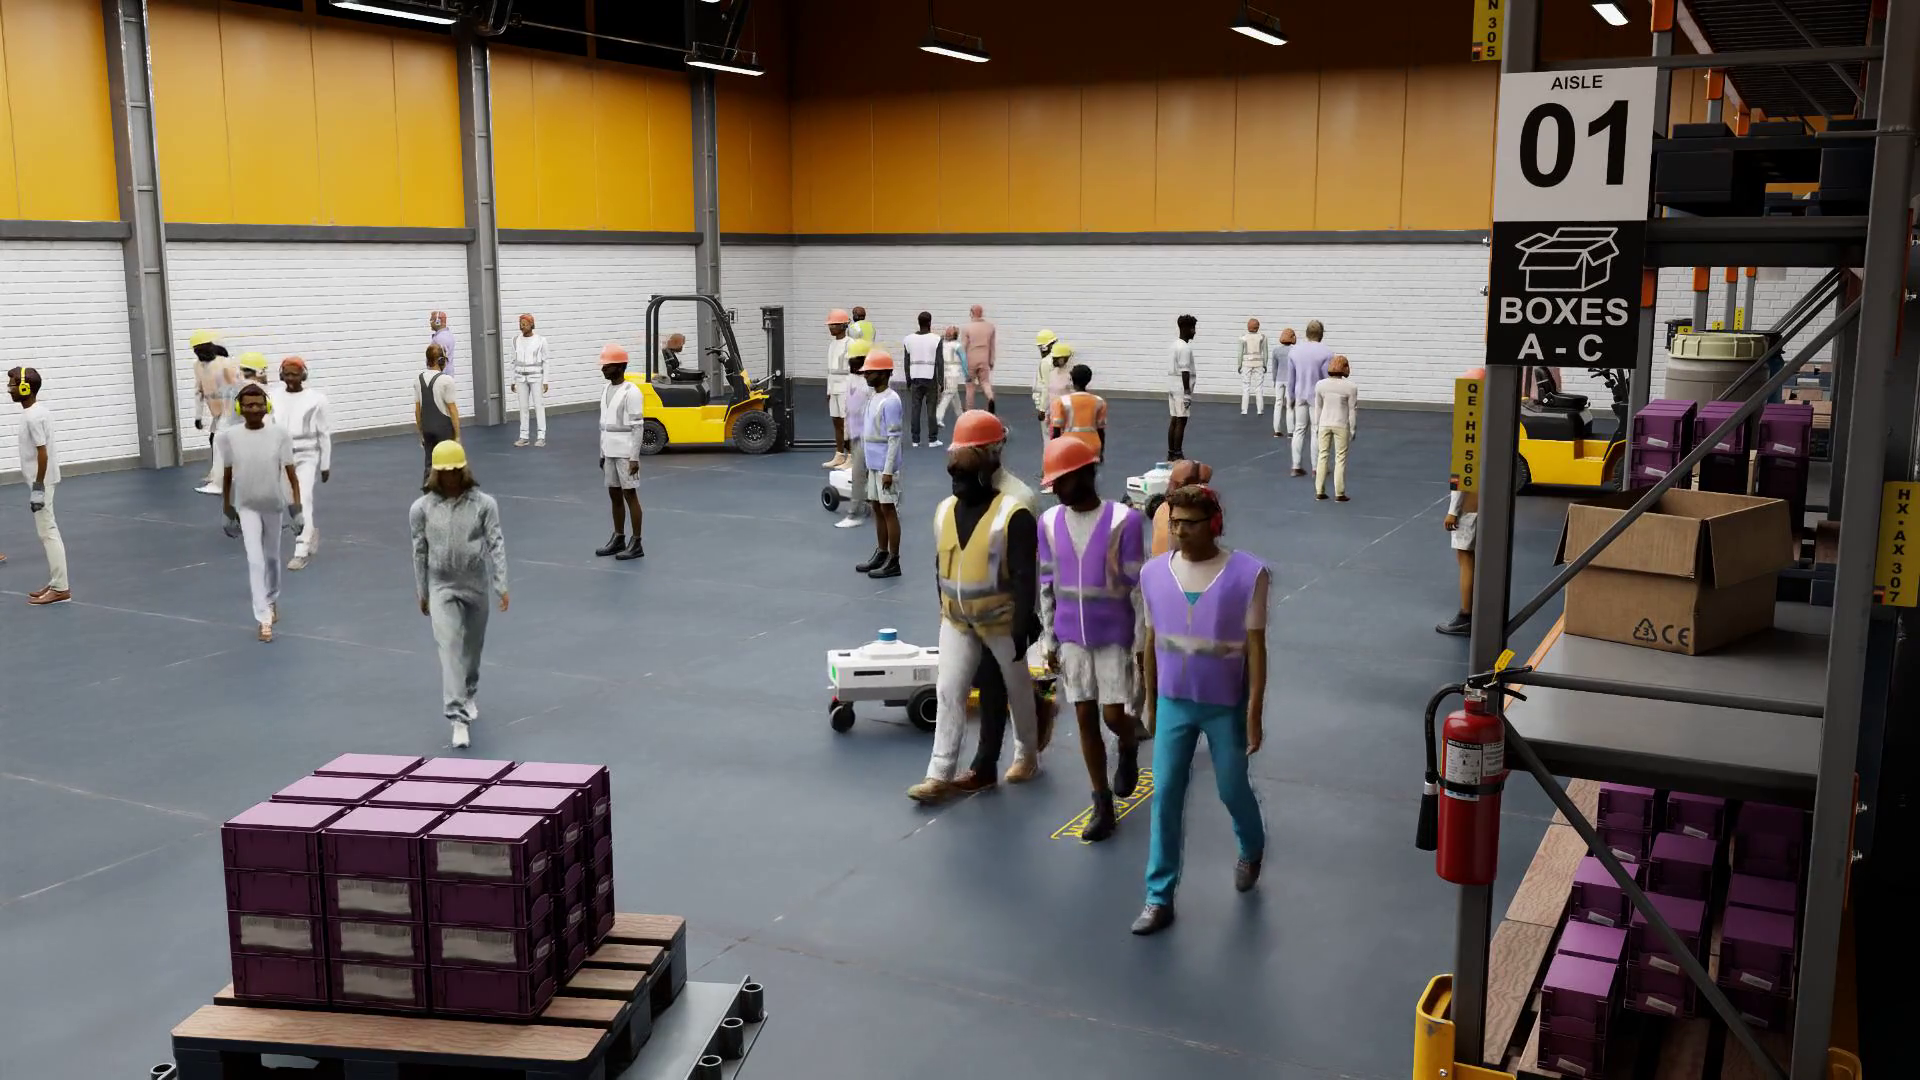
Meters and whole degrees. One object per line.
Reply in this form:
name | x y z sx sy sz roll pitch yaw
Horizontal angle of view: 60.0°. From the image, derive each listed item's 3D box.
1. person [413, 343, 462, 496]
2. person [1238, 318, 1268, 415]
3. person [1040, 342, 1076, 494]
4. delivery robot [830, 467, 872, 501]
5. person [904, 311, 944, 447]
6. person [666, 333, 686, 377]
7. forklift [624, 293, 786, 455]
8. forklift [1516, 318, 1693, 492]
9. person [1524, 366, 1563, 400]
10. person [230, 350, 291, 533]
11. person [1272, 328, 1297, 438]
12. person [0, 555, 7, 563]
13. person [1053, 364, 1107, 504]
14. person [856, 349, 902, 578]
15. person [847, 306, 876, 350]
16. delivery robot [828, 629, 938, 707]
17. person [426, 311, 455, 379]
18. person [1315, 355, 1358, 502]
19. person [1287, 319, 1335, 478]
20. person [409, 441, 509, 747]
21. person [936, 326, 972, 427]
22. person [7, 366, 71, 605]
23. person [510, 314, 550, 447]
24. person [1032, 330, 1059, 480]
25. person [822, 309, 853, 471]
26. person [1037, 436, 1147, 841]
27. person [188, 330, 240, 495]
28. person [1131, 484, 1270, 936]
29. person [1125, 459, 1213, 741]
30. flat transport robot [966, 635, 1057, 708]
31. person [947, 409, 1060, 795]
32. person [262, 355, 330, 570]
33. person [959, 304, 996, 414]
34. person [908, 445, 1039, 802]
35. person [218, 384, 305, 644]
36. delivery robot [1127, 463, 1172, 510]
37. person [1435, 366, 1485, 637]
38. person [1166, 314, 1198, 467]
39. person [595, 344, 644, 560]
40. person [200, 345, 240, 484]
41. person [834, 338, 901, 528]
person | -5.237 -1.053 16.749 0.504 1.843 0.345 4 11 22
person | 4.964 -2.933 28.207 0.514 1.642 0.311 1 10 8
person | 1.218 -1.411 19.112 0.704 1.742 0.528 -7 12 -33
delivery robot | -1.070 -0.606 17.607 0.477 0.478 0.707 -8 13 -38
person | -0.506 -2.277 23.614 0.590 1.919 0.391 3 10 17
person | -4.218 -2.200 24.126 0.763 1.594 0.513 -4 10 -20
forklift | -3.588 -2.317 23.042 2.313 2.155 1.214 -1 10 -5
forklift | 7.066 -1.601 18.899 2.313 2.155 1.214 5 11 27
person | 7.438 -1.786 21.242 0.398 1.754 0.533 -5 11 -25
person | -6.834 -0.928 16.099 0.604 1.814 0.638 8 12 37
person | 4.872 -2.336 24.769 0.500 1.636 0.280 9 13 42
person | -8.759 -0.740 14.655 0.630 1.940 0.372 9 13 41
person | 1.144 -0.841 15.986 0.550 1.683 0.365 -3 10 -19
person | -0.681 -0.647 14.122 0.357 1.938 0.545 -4 11 -22
person | -1.706 -3.046 28.287 0.429 1.841 0.634 7 12 35
delivery robot | -0.418 0.761 9.696 0.707 0.478 0.477 -1 10 -7
person | -7.560 -2.377 24.228 0.410 1.908 0.643 -2 10 -11
person | 4.155 -1.232 18.412 0.493 1.624 0.280 6 12 33
person | 4.306 -1.729 20.383 0.635 1.937 0.352 9 13 41
person | -2.859 0.269 9.514 0.504 1.699 0.902 -4 11 -22
person | -0.141 -2.585 26.336 0.876 1.594 0.525 -8 12 -38
person | -7.225 -0.426 13.040 0.315 1.869 0.526 -5 11 -25
person | -6.120 -2.263 23.631 0.584 1.882 0.347 2 10 11
person | 1.079 -1.637 20.190 0.404 1.822 0.587 4 11 22
person | -1.521 -1.888 20.998 0.374 2.042 0.615 -7 12 -34
person | 0.648 0.438 7.946 0.579 1.893 0.610 5 11 25
person | -8.441 -1.447 18.935 0.611 1.869 0.923 6 11 31
person | 1.011 0.663 6.876 0.592 1.819 0.819 5 11 27
person | 1.292 0.344 9.332 0.845 1.595 0.534 -3 10 -19
flat transport robot | 0.270 0.794 10.594 0.652 0.197 1.431 0 10 1
person | 0.230 0.292 8.625 0.786 1.967 0.640 -8 12 -38
person | -5.848 -0.713 14.726 0.574 1.861 0.864 0 10 2
person | 0.287 -3.026 28.028 0.670 1.891 0.669 -5 11 -26
person | 0.113 0.416 8.420 0.653 1.798 0.928 6 12 32
person | -5.047 -0.224 12.039 0.541 1.829 0.965 -5 11 -25
delivery robot | 2.090 -0.563 17.360 0.707 0.478 0.477 -7 12 -35
person | 3.681 -0.272 11.935 0.544 1.943 0.347 -8 13 -38
person | 2.866 -1.927 21.447 0.365 1.962 0.614 -1 10 -8
person | -3.075 -0.791 14.953 0.552 1.937 0.356 9 13 42
person | -8.756 -1.479 19.716 0.584 1.654 0.659 7 12 35
person | -0.930 -1.090 16.801 0.809 1.902 0.596 -7 12 -36
